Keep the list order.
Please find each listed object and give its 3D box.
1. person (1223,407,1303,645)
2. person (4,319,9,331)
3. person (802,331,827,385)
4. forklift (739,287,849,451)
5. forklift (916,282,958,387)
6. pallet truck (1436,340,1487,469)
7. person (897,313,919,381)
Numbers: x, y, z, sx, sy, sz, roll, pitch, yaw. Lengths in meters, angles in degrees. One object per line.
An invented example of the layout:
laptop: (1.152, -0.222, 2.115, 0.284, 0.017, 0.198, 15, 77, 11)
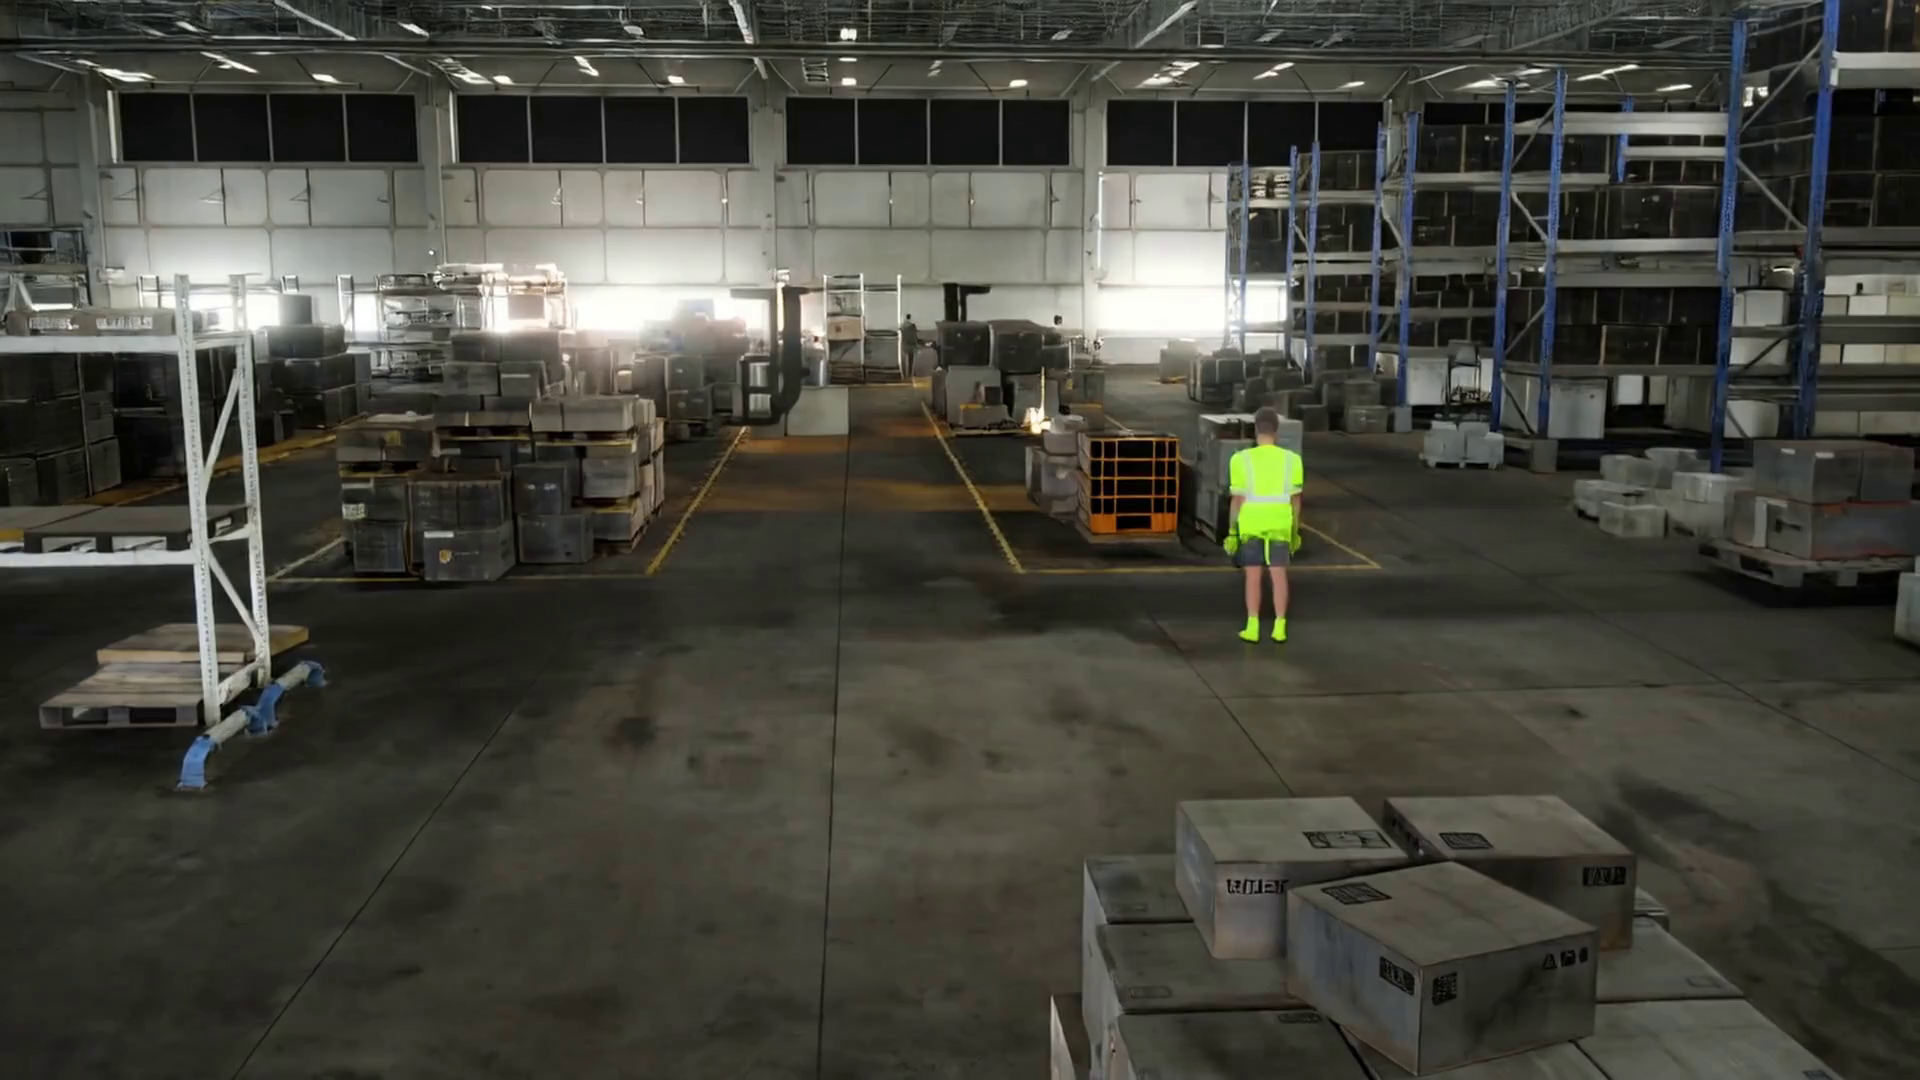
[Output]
person: (2.491, -0.109, 13.663, 0.632, 1.956, 0.436, 0, 9, -1)
person: (-25.327, -4.952, 44.223, 0.554, 1.889, 0.570, 9, 13, 44)
person: (-2.759, -2.836, 30.612, 0.614, 1.994, 0.381, -1, 9, -4)
forklift: (-2.857, -2.959, 28.607, 1.873, 2.768, 1.129, -1, 9, -4)
forklift: (-0.251, -5.566, 44.982, 1.873, 2.768, 1.129, -1, 9, -4)
pallet truck: (8.004, -2.170, 26.422, 0.823, 1.965, 1.885, 2, 9, 14)
person: (-1.481, -5.477, 47.367, 0.631, 1.939, 0.370, -1, 9, -4)
